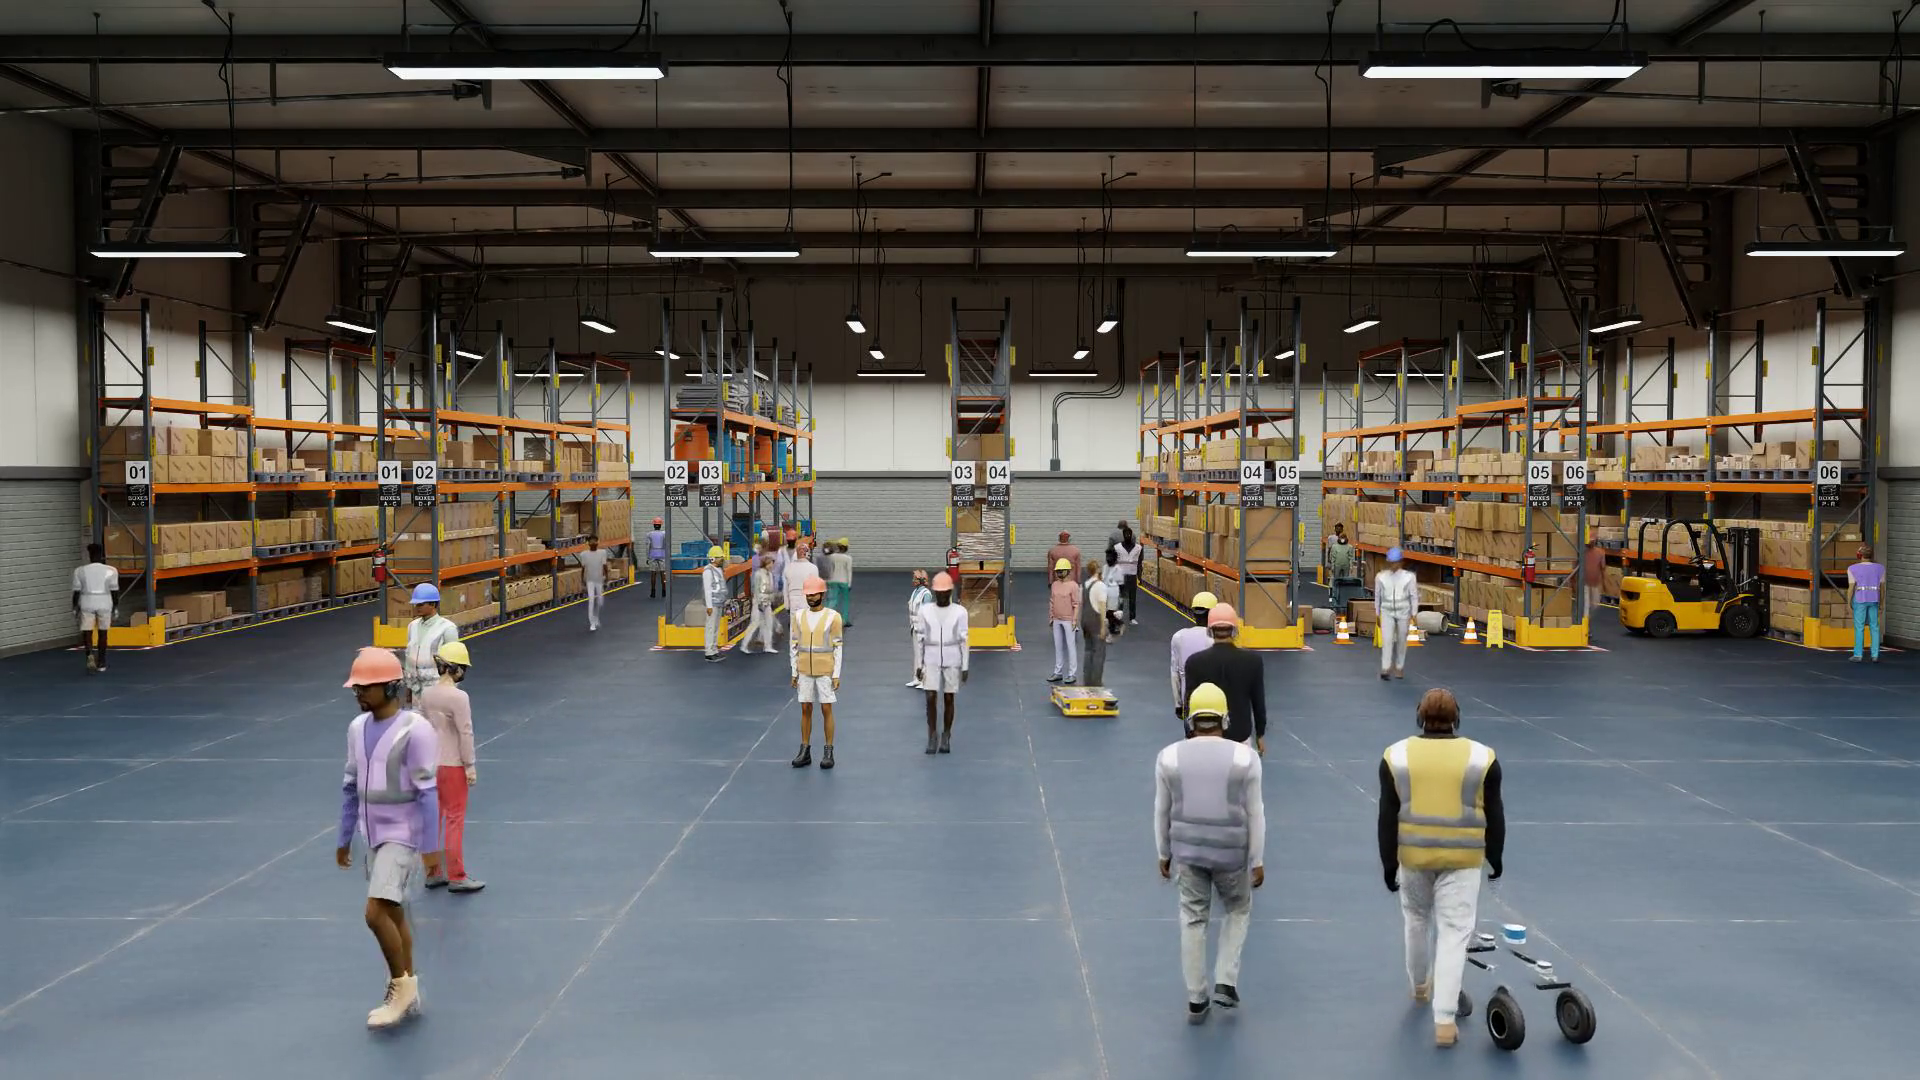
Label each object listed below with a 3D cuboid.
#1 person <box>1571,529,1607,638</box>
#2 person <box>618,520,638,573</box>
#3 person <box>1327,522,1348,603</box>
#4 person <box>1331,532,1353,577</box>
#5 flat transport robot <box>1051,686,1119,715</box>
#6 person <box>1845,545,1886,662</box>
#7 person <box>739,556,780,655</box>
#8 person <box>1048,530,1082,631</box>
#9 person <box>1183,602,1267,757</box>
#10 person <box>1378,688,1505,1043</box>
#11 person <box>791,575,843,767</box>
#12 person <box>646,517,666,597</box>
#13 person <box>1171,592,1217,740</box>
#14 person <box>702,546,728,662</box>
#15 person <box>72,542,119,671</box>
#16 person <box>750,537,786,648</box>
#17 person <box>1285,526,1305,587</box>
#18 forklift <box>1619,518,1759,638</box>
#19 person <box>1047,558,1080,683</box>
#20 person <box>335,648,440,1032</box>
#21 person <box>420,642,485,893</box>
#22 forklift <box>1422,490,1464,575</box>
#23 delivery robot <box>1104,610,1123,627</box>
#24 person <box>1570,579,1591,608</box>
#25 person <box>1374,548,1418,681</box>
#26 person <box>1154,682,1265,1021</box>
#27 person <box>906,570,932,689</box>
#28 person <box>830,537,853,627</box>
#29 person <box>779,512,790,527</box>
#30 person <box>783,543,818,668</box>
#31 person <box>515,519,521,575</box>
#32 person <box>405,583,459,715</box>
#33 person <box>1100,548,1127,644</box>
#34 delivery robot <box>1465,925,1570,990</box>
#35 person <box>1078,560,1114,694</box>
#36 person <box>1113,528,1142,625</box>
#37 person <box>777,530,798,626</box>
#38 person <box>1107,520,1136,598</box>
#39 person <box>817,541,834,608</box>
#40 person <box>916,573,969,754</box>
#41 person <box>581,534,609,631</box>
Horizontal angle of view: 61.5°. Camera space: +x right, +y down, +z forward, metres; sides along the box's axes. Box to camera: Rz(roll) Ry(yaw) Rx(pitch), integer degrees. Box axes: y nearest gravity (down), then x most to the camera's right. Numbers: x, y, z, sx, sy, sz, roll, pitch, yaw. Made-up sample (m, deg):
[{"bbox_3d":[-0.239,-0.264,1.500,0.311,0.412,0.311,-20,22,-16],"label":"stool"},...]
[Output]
[{"bbox_3d":[11.493,0.781,29.605,0.621,1.971,0.722,0,2,-1],"label":"person"},{"bbox_3d":[-10.179,0.024,48.990,0.526,1.957,0.763,1,3,28],"label":"person"},{"bbox_3d":[8.789,0.520,37.515,0.519,1.865,0.328,0,2,-7],"label":"person"},{"bbox_3d":[8.847,0.636,37.389,0.500,1.636,0.284,0,2,7],"label":"person"},{"bbox_3d":[1.556,2.010,20.270,0.652,0.197,1.431,0,2,-4],"label":"flat transport robot"},{"bbox_3d":[14.280,1.006,25.457,0.563,1.847,0.390,0,2,5],"label":"person"},{"bbox_3d":[-3.303,1.075,26.555,0.464,1.619,0.711,1,3,27],"label":"person"},{"bbox_3d":[1.980,0.775,30.527,0.639,1.911,0.402,0,2,7],"label":"person"},{"bbox_3d":[2.004,1.465,12.249,0.628,1.981,0.650,0,2,9],"label":"person"},{"bbox_3d":[2.605,1.697,8.701,0.632,1.798,0.944,1,2,23],"label":"person"},{"bbox_3d":[-1.464,1.324,16.345,0.548,1.938,0.358,1,2,15],"label":"person"},{"bbox_3d":[-7.348,0.415,39.219,0.551,1.934,0.372,-1,2,-14],"label":"person"},{"bbox_3d":[2.147,1.416,14.250,0.585,1.920,0.374,2,3,36],"label":"person"},{"bbox_3d":[-3.887,1.005,25.641,0.404,1.834,0.591,0,2,10],"label":"person"},{"bbox_3d":[-12.946,1.007,24.190,0.632,1.946,0.569,-1,3,-26],"label":"person"},{"bbox_3d":[-3.330,0.885,27.902,0.649,1.908,0.842,2,3,40],"label":"person"},{"bbox_3d":[8.792,0.229,42.610,0.605,2.044,0.374,1,2,15],"label":"person"},{"bbox_3d":[13.417,0.684,29.791,2.313,2.155,1.214,0,2,0],"label":"forklift"},{"bbox_3d":[1.473,1.145,22.987,0.525,1.769,0.313,2,3,44],"label":"person"},{"bbox_3d":[-3.094,1.586,8.601,0.648,2.023,0.585,2,3,34],"label":"person"},{"bbox_3d":[-3.623,1.606,11.489,0.523,1.759,0.334,2,3,37],"label":"person"},{"bbox_3d":[13.926,-0.371,47.846,1.873,2.768,1.129,0,2,0],"label":"forklift"},{"bbox_3d":[2.691,1.428,30.238,0.707,0.478,0.477,0,2,0],"label":"delivery robot"},{"bbox_3d":[12.632,0.770,32.812,0.493,1.725,0.652,0,2,10],"label":"person"},{"bbox_3d":[6.270,1.074,23.235,0.625,1.893,1.000,1,2,21],"label":"person"},{"bbox_3d":[1.358,1.684,8.783,0.615,1.811,0.443,1,2,20],"label":"person"},{"bbox_3d":[-0.544,1.232,22.346,0.309,1.641,0.514,-1,3,-26],"label":"person"},{"bbox_3d":[-2.331,0.820,31.334,0.530,1.746,0.579,1,3,29],"label":"person"},{"bbox_3d":[-4.999,0.144,46.517,0.639,1.903,0.409,-2,3,-34],"label":"person"},{"bbox_3d":[-2.383,1.009,24.651,0.639,1.911,0.402,1,3,29],"label":"person"},{"bbox_3d":[-11.295,0.369,41.560,0.535,1.844,0.654,1,2,17],"label":"person"},{"bbox_3d":[-4.936,1.370,15.044,0.610,1.946,0.405,1,3,28],"label":"person"},{"bbox_3d":[2.715,0.969,28.376,0.581,1.679,0.536,-2,3,-33],"label":"person"},{"bbox_3d":[2.941,2.161,8.551,0.335,0.223,0.698,-1,2,-15],"label":"delivery robot"},{"bbox_3d":[1.807,1.181,21.645,0.448,1.802,0.645,-2,3,-38],"label":"person"},{"bbox_3d":[3.306,0.715,31.898,0.592,1.919,0.389,0,2,-4],"label":"person"},{"bbox_3d":[-3.270,0.757,31.235,0.560,1.889,0.977,0,2,4],"label":"person"},{"bbox_3d":[3.828,0.469,38.400,0.655,1.898,0.960,0,2,-6],"label":"person"},{"bbox_3d":[-2.690,0.826,32.879,0.500,1.623,0.333,0,2,9],"label":"person"},{"bbox_3d":[-0.189,1.308,16.975,0.571,1.913,0.780,0,2,2],"label":"person"},{"bbox_3d":[-6.962,0.794,30.745,0.541,1.852,0.479,-1,2,-22],"label":"person"}]
